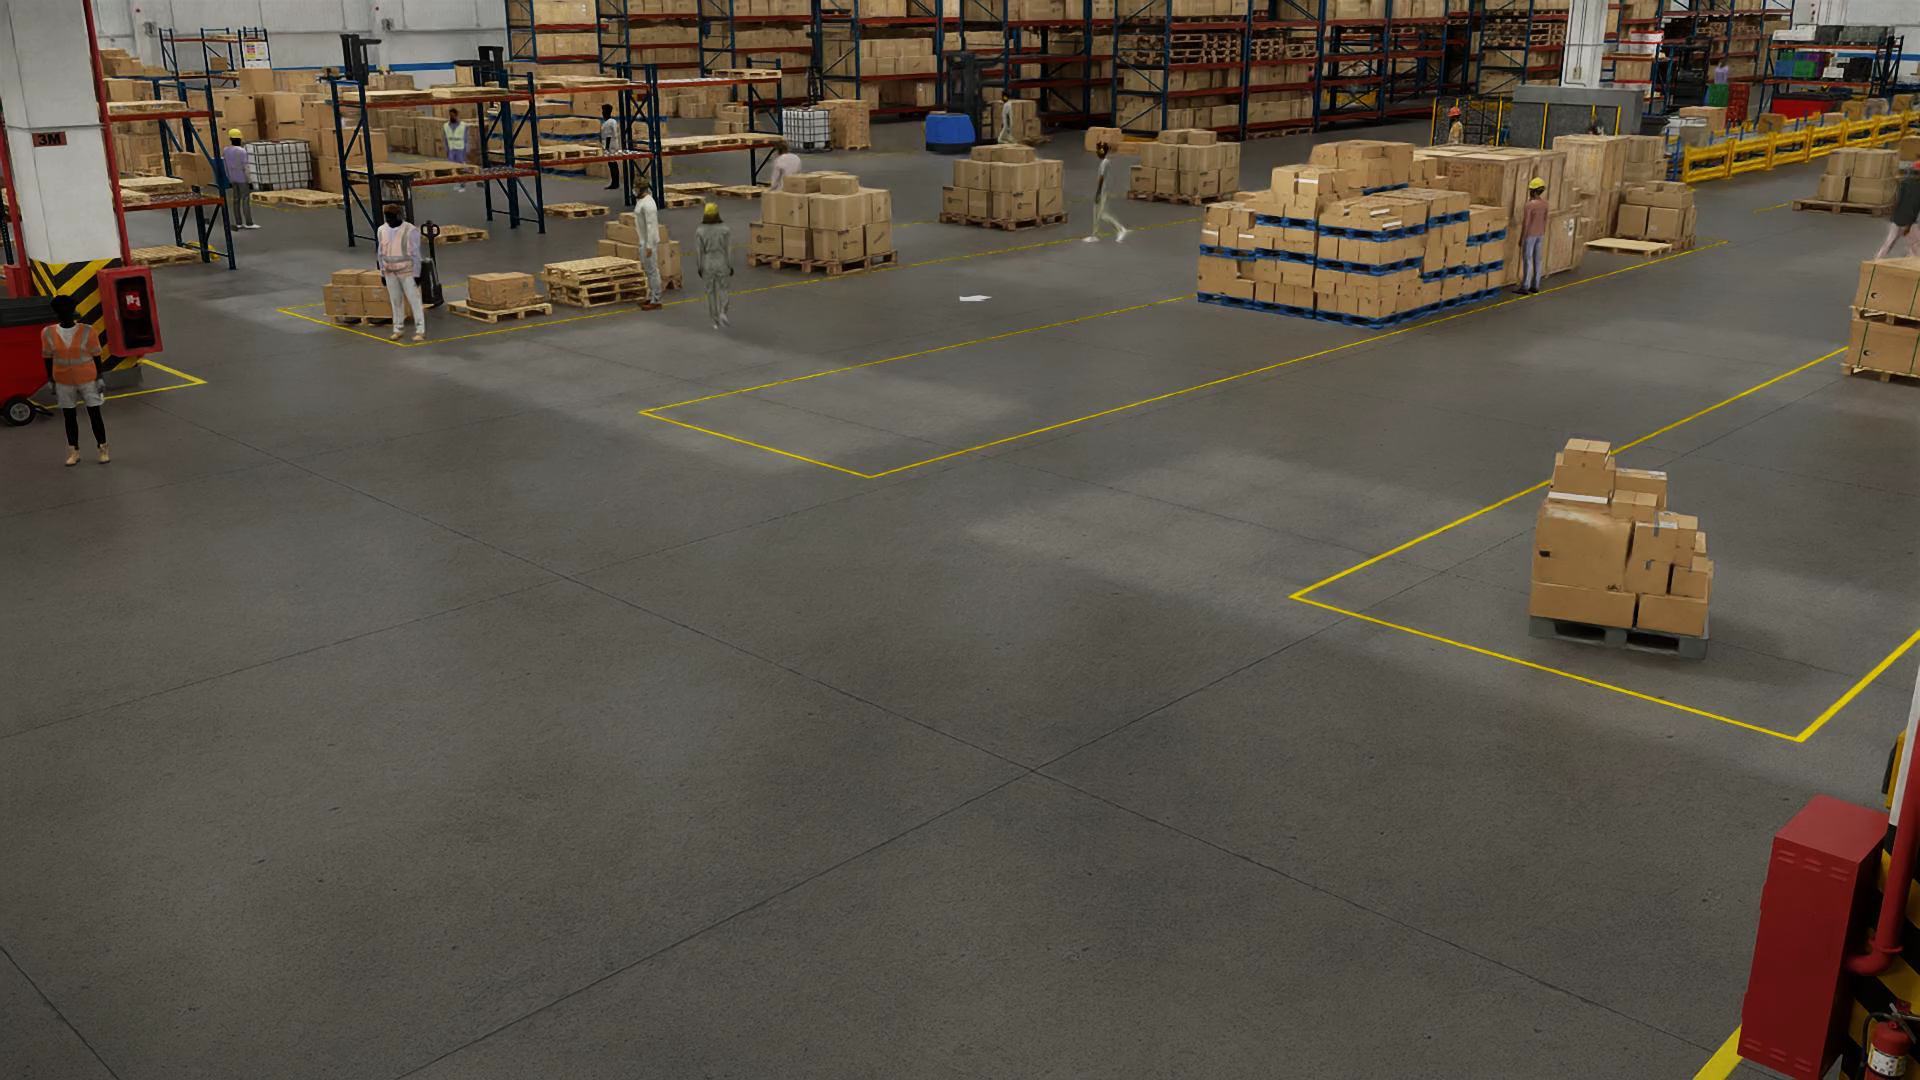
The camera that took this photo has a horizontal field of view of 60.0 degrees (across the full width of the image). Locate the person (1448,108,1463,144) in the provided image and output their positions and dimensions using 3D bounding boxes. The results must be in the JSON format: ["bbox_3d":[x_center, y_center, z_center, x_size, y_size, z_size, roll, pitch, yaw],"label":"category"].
[{"bbox_3d":[11.326,-8.943,38.214,0.373,1.928,0.543,6,19,18],"label":"person"}]

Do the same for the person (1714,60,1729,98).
[{"bbox_3d":[29.768,-17.845,65.129,1.053,1.878,0.622,-15,24,-38],"label":"person"}]

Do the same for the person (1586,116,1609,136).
[{"bbox_3d":[13.139,-7.758,34.467,0.713,2.000,0.539,-3,19,-9],"label":"person"}]

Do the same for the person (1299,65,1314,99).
[{"bbox_3d":[13.007,-16.856,62.268,0.641,1.799,0.963,0,18,-1],"label":"person"}]

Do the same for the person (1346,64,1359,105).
[{"bbox_3d":[15.908,-18.392,67.148,0.515,1.620,0.368,-17,25,-41],"label":"person"}]

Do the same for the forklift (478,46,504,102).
[{"bbox_3d":[-14.397,-13.832,51.456,1.129,2.768,1.873,17,25,41],"label":"forklift"}]

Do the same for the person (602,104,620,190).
[{"bbox_3d":[-8.169,-9.174,38.849,0.368,1.966,0.603,2,18,6],"label":"person"}]

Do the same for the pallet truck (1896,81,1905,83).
[{"bbox_3d":[34.802,-16.331,61.455,0.653,1.274,1.630,17,25,41],"label":"pallet truck"}]

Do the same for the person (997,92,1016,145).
[{"bbox_3d":[1.200,-11.422,45.856,0.973,1.813,0.557,2,18,7],"label":"person"}]

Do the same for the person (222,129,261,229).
[{"bbox_3d":[-14.081,-7.057,32.531,0.594,1.927,0.367,7,20,21],"label":"person"}]

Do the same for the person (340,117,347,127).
[{"bbox_3d":[-14.870,-9.541,40.075,0.554,1.882,0.679,17,25,41],"label":"person"}]

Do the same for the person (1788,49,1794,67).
[{"bbox_3d":[41.885,-24.090,84.066,0.947,1.802,0.628,7,20,20],"label":"person"}]

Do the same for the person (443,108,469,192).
[{"bbox_3d":[-11.618,-9.006,38.429,0.586,1.908,0.441,0,18,1],"label":"person"}]

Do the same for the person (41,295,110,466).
[{"bbox_3d":[-8.695,-1.568,16.356,0.540,1.696,0.315,-5,19,-16],"label":"person"}]

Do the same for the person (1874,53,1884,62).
[{"bbox_3d":[38.888,-19.715,70.652,0.627,1.953,0.908,14,23,36],"label":"person"}]

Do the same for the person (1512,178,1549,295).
[{"bbox_3d":[8.800,-4.670,25.595,0.533,1.768,0.310,-11,21,-30],"label":"person"}]

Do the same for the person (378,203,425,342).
[{"bbox_3d":[-7.439,-3.551,22.119,0.623,1.841,0.430,4,19,13],"label":"person"}]

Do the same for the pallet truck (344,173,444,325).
[{"bbox_3d":[-8.209,-4.181,23.757,0.823,1.965,1.885,3,19,9],"label":"pallet truck"}]

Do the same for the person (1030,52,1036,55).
[{"bbox_3d":[3.482,-22.935,80.360,0.615,1.931,1.029,17,25,41],"label":"person"}]

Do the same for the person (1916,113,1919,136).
[{"bbox_3d":[27.335,-11.755,47.064,0.697,1.669,0.552,-15,24,-39],"label":"person"}]

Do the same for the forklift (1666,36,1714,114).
[{"bbox_3d":[27.341,-17.291,61.877,1.129,2.768,1.873,17,25,41],"label":"forklift"}]

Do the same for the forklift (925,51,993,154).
[{"bbox_3d":[-0.013,-12.538,47.557,1.129,2.768,1.873,17,25,41],"label":"forklift"}]

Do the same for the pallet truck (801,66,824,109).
[{"bbox_3d":[-4.812,-15.182,56.903,0.823,1.965,1.885,-9,21,-26],"label":"pallet truck"}]

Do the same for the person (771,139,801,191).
[{"bbox_3d":[-3.171,-6.345,30.390,0.425,1.926,0.642,16,24,39],"label":"person"}]

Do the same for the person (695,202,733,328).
[{"bbox_3d":[-3.395,-3.798,23.008,0.511,1.727,0.353,-3,19,-9],"label":"person"}]

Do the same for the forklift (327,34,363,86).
[{"bbox_3d":[-23.625,-18.244,64.750,1.129,2.768,1.873,17,25,41],"label":"forklift"}]

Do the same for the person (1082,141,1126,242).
[{"bbox_3d":[2.684,-6.422,30.749,0.735,1.849,0.522,2,18,6],"label":"person"}]

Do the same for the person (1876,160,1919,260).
[{"bbox_3d":[15.217,-5.106,26.635,1.008,1.935,0.620,-1,18,-4],"label":"person"}]

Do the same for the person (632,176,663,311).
[{"bbox_3d":[-4.570,-4.335,24.317,0.353,1.936,0.633,-6,19,-17],"label":"person"}]
